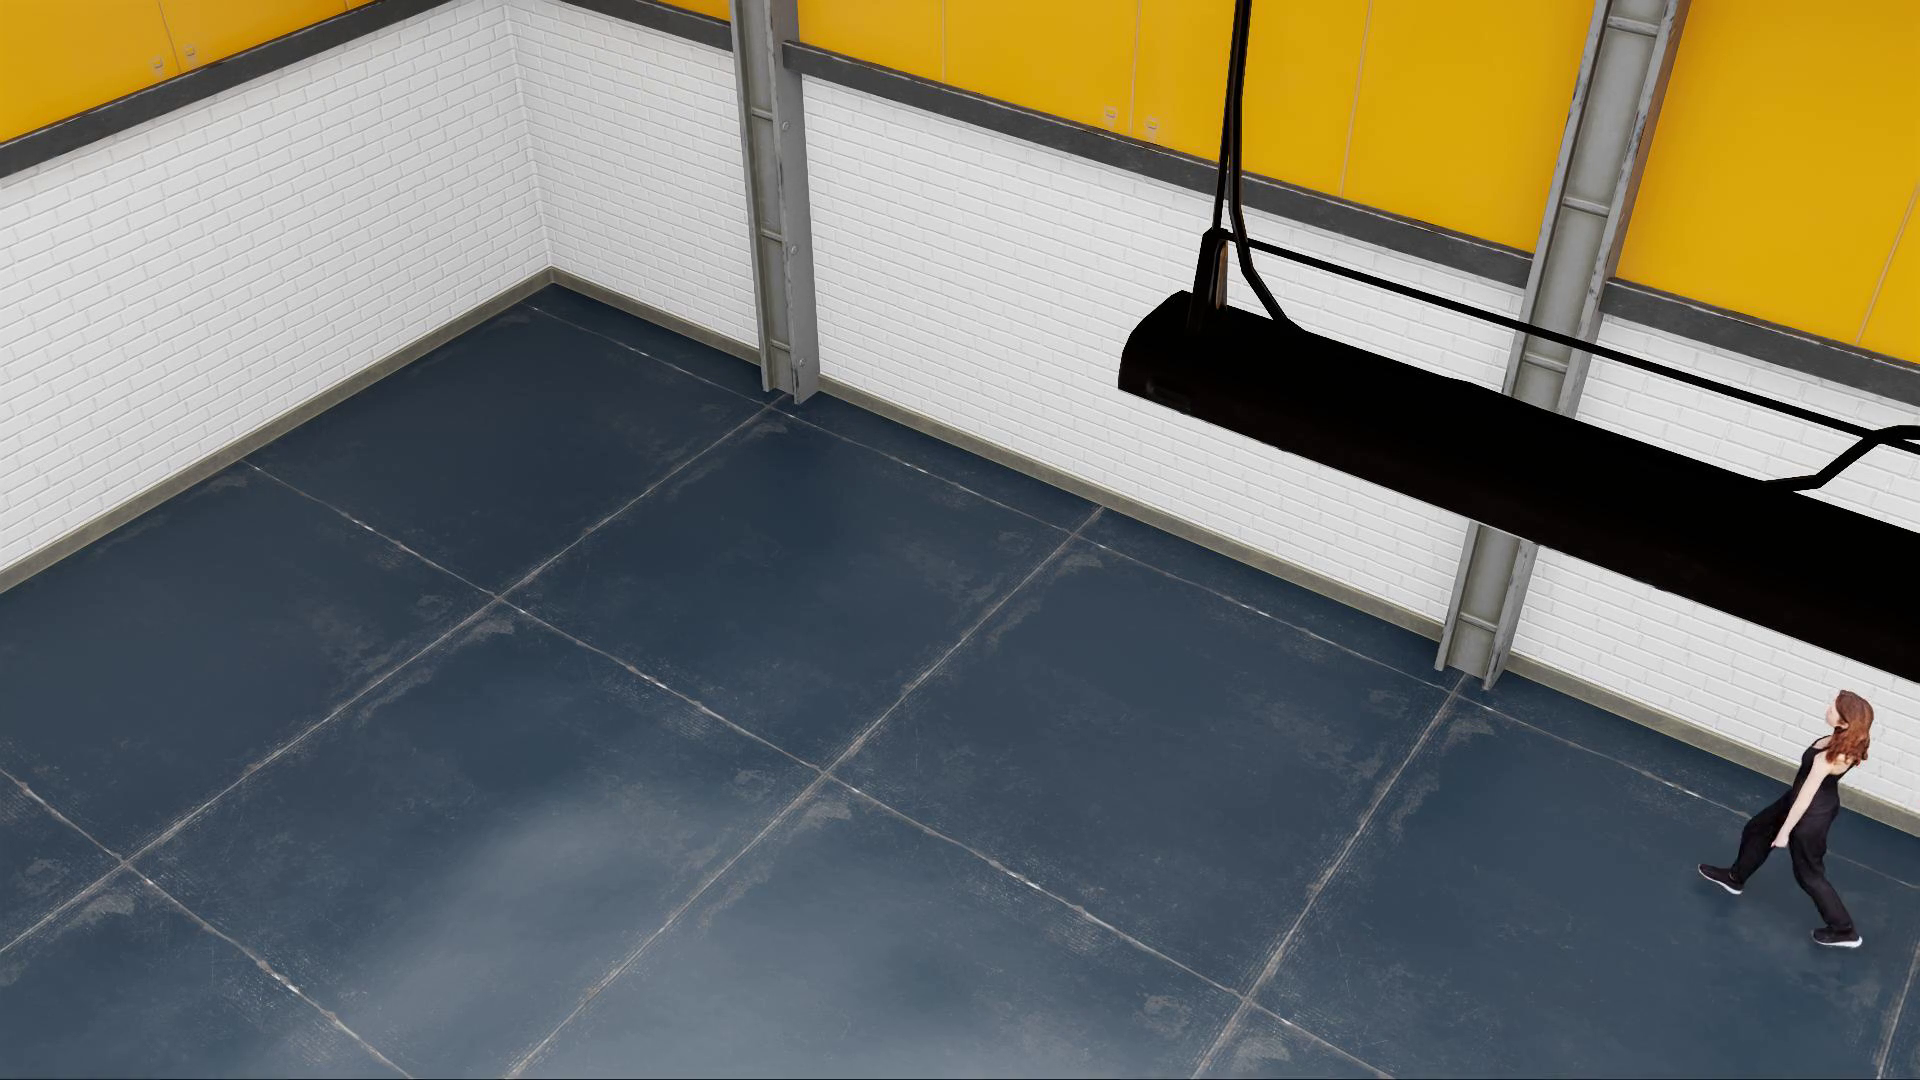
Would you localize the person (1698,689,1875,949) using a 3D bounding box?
[{"bbox_3d":[4.765,1.569,9.144,1.157,1.704,0.652,27,46,30],"label":"person"}]
